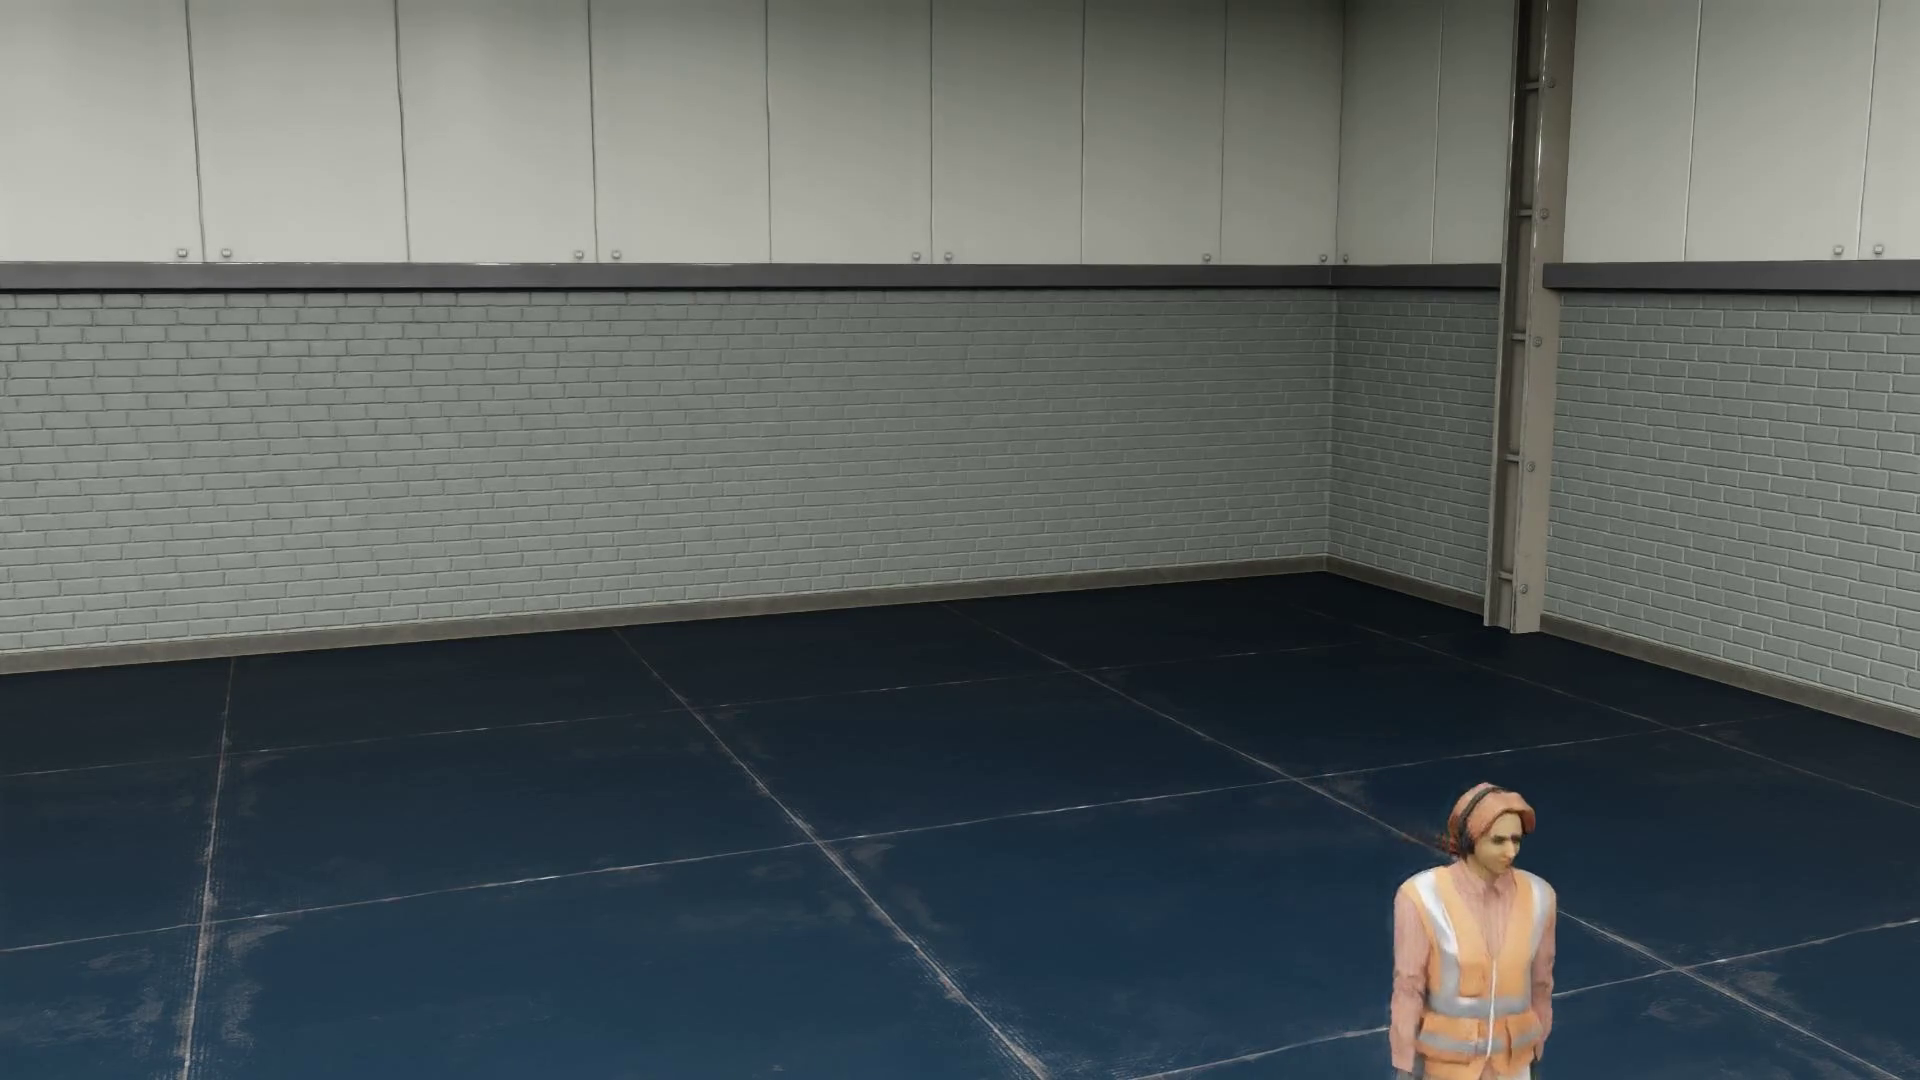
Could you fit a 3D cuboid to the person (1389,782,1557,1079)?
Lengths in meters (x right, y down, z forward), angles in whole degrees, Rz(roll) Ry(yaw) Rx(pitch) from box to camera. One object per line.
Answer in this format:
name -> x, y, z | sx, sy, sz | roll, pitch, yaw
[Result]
person -> 1.443, 1.469, 4.793 | 0.518, 1.616, 0.686 | -1, 9, -8
